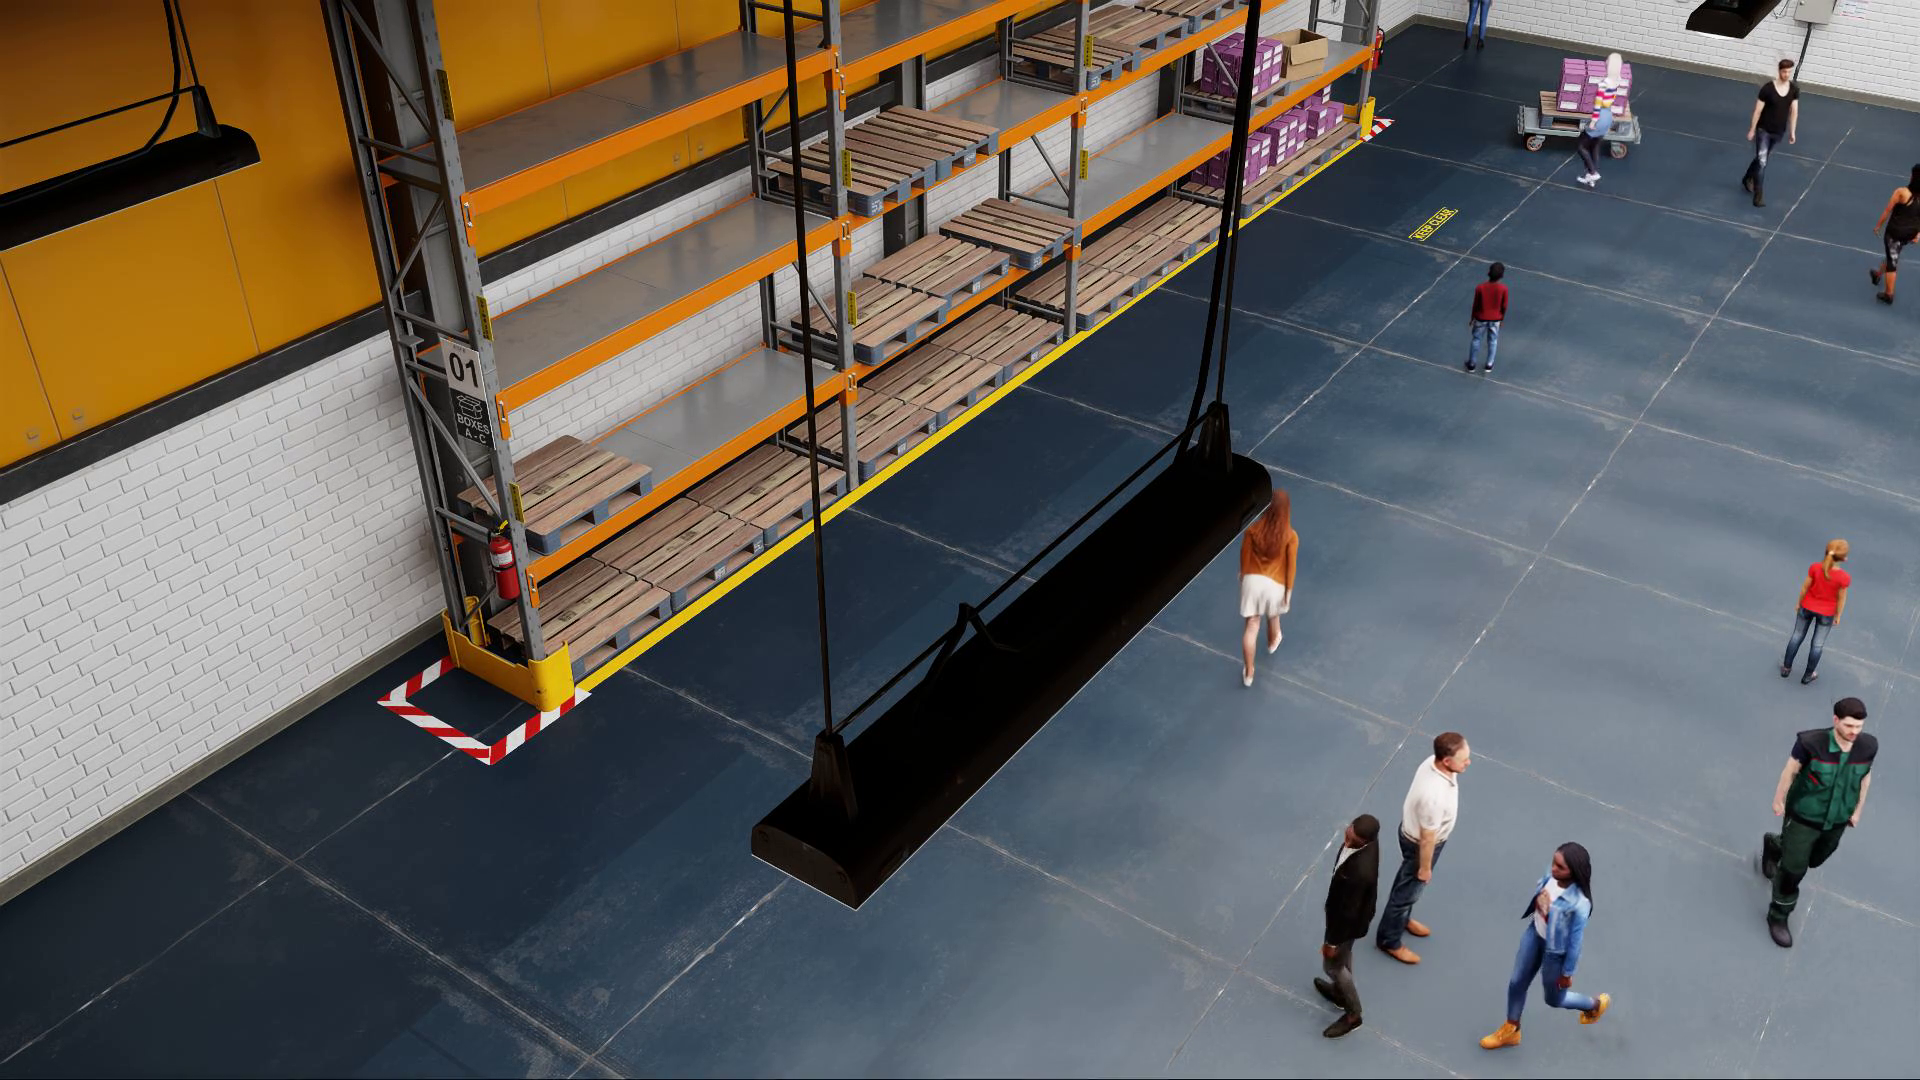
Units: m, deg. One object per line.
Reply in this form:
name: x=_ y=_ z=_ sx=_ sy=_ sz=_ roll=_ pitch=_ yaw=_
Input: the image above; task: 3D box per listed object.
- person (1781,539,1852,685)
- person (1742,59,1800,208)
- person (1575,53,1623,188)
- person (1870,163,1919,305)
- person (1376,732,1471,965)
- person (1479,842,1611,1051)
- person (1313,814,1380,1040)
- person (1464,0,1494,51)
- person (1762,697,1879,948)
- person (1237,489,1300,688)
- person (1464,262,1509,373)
person: x=6.875 y=0.564 z=13.332 sx=0.500 sy=1.310 sz=0.481 roll=25 pitch=41 yaw=32
person: x=10.581 y=-5.373 z=21.773 sx=1.130 sy=1.852 sz=1.290 roll=0 pitch=34 yaw=-1
person: x=8.563 y=-5.543 z=22.078 sx=0.656 sy=1.799 sz=0.791 roll=-26 pitch=41 yaw=-33
person: x=10.882 y=-3.521 z=19.181 sx=0.914 sy=1.639 sz=1.072 roll=1 pitch=34 yaw=2
person: x=2.976 y=1.939 z=10.777 sx=0.756 sy=1.848 sz=0.574 roll=14 pitch=36 yaw=20
person: x=3.665 y=2.485 z=10.101 sx=1.106 sy=1.688 sz=1.025 roll=-5 pitch=34 yaw=-8
person: x=2.413 y=2.279 z=10.331 sx=0.856 sy=1.776 sz=0.653 roll=19 pitch=38 yaw=26
person: x=8.540 y=-8.897 z=27.274 sx=0.633 sy=1.633 sz=0.558 roll=15 pitch=36 yaw=21
person: x=5.659 y=1.751 z=11.038 sx=1.047 sy=1.873 sz=1.198 roll=1 pitch=34 yaw=1
person: x=2.403 y=0.423 z=13.204 sx=0.812 sy=1.686 sz=1.053 roll=9 pitch=35 yaw=14
person: x=5.660 y=-2.391 z=17.828 sx=0.577 sy=1.255 sz=0.599 roll=4 pitch=34 yaw=6
